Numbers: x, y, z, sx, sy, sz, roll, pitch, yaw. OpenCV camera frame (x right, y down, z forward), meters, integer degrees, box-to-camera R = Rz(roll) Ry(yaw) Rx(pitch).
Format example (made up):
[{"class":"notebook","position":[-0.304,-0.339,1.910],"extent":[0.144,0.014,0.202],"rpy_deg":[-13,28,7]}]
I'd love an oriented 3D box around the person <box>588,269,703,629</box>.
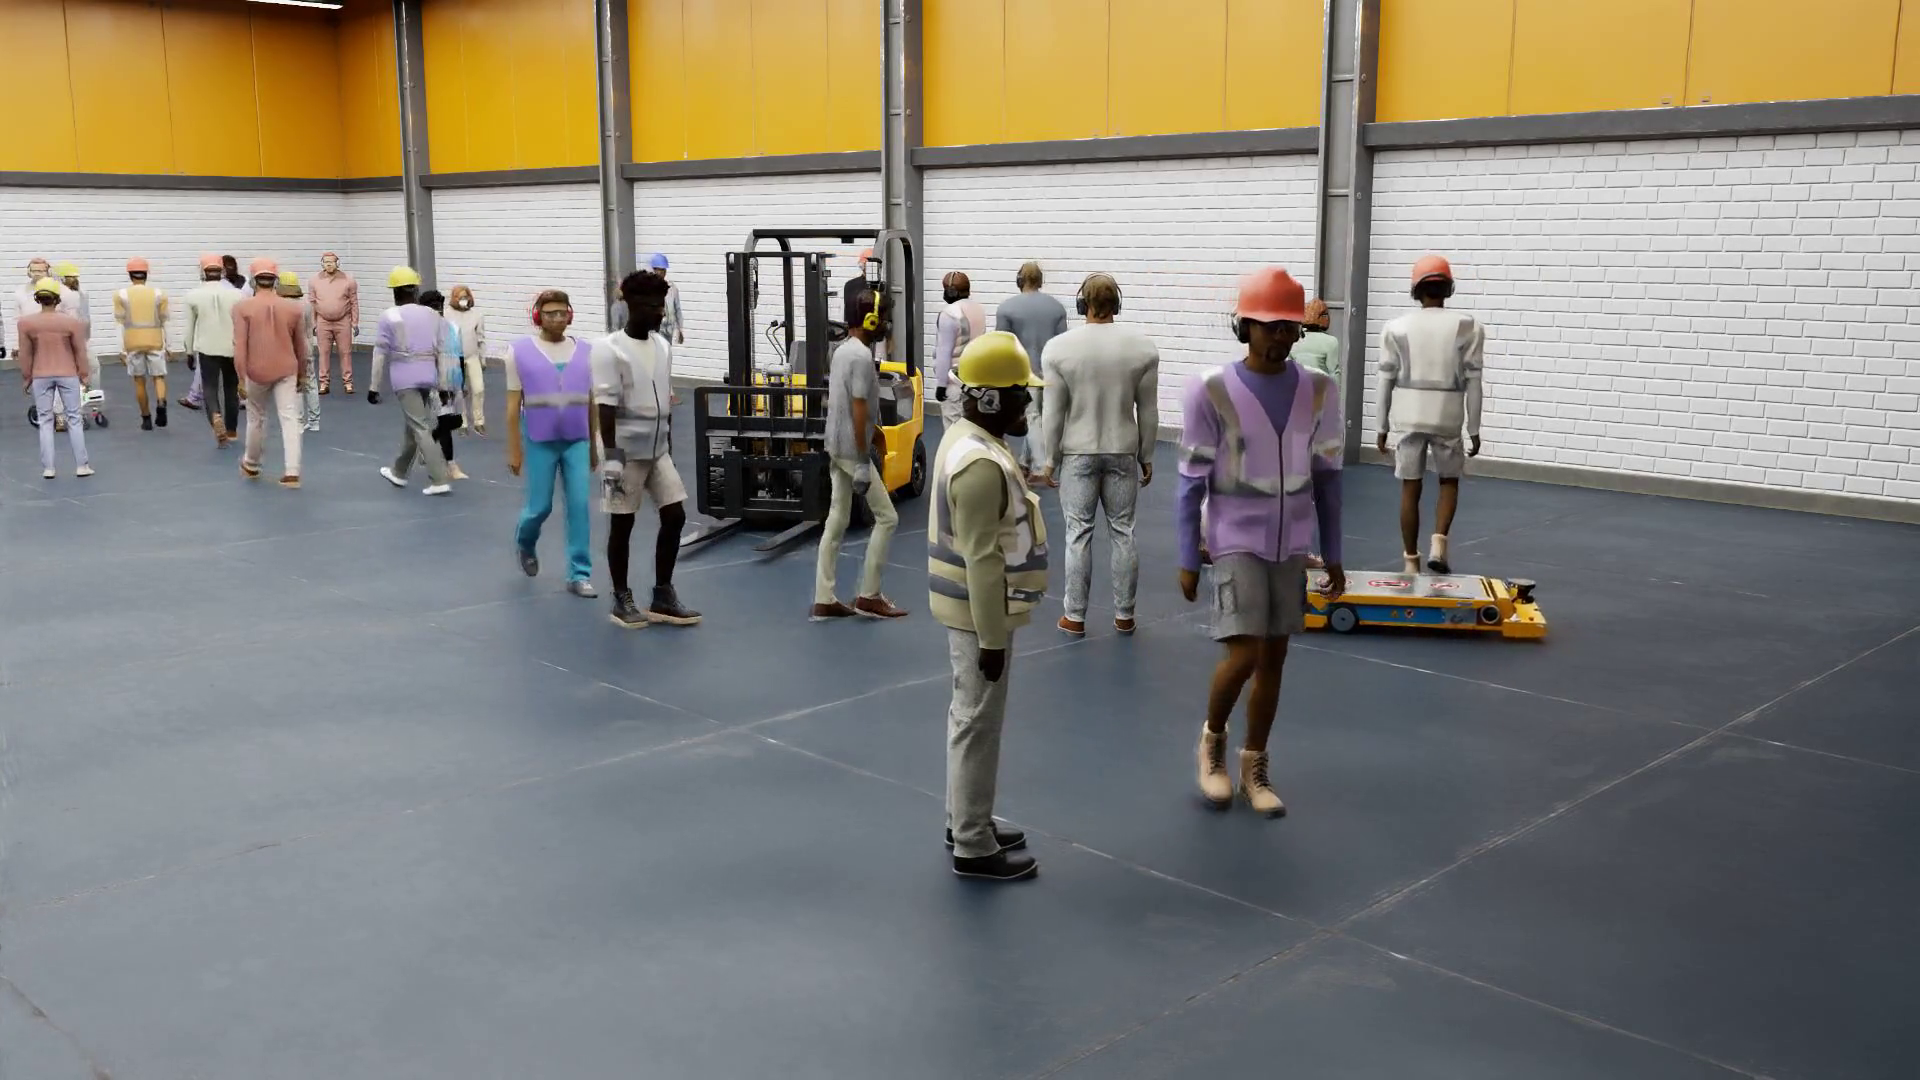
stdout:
[{"class":"person","position":[-1.715,-0.471,8.974],"extent":[0.541,1.945,0.689],"rpy_deg":[7,13,35]}]

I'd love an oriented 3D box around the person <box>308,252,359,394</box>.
[{"class":"person","position":[-8.429,-2.913,22.390],"extent":[0.638,1.911,0.402],"rpy_deg":[-3,11,-16]}]

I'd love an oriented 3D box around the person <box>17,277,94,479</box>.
[{"class":"person","position":[-7.963,-1.422,14.652],"extent":[0.533,1.765,0.330],"rpy_deg":[-4,11,-20]}]

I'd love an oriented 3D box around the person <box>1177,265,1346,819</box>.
[{"class":"person","position":[1.111,0.025,6.063],"extent":[0.605,2.028,0.420],"rpy_deg":[-3,11,-18]}]

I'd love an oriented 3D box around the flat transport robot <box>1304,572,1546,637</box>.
[{"class":"flat transport robot","position":[2.434,0.335,9.141],"extent":[1.431,0.197,0.652],"rpy_deg":[2,11,12]}]

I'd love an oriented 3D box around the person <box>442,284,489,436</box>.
[{"class":"person","position":[-5.242,-1.884,17.595],"extent":[0.502,1.616,0.573],"rpy_deg":[-5,12,-26]}]

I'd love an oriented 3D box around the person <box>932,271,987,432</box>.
[{"class":"person","position":[-0.020,-1.364,14.170],"extent":[0.430,1.833,0.633],"rpy_deg":[5,12,26]}]

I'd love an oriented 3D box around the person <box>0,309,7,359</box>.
[{"class":"person","position":[-11.024,-2.177,18.626],"extent":[0.567,1.816,0.631],"rpy_deg":[9,14,41]}]

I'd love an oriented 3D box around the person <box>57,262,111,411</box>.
[{"class":"person","position":[-10.564,-2.420,19.956],"extent":[0.703,1.808,0.627],"rpy_deg":[4,11,21]}]

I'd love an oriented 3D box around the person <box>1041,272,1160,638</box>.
[{"class":"person","position":[0.735,-0.440,8.823],"extent":[0.632,1.940,0.372],"rpy_deg":[-1,10,-6]}]

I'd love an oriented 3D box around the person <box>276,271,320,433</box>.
[{"class":"person","position":[-7.221,-2.034,18.046],"extent":[0.305,1.745,0.483],"rpy_deg":[5,12,26]}]

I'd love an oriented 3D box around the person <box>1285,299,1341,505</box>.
[{"class":"person","position":[2.795,-1.092,13.209],"extent":[0.499,1.633,0.286],"rpy_deg":[9,14,41]}]

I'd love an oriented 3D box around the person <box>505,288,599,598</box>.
[{"class":"person","position":[-2.436,-0.588,9.926],"extent":[0.568,1.827,0.724],"rpy_deg":[-7,12,-33]}]

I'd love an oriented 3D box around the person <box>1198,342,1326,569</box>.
[{"class":"person","position":[1.888,-0.675,10.493],"extent":[1.006,1.800,0.540],"rpy_deg":[4,11,19]}]

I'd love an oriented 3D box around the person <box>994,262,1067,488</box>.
[{"class":"person","position":[0.575,-1.430,14.331],"extent":[0.639,1.888,1.004],"rpy_deg":[-5,12,-26]}]

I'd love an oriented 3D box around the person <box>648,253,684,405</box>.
[{"class":"person","position":[-3.859,-2.701,21.243],"extent":[0.969,1.912,0.617],"rpy_deg":[10,14,42]}]

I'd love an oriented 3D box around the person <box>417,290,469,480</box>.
[{"class":"person","position":[-4.615,-1.365,14.622],"extent":[0.650,1.670,0.531],"rpy_deg":[7,12,32]}]

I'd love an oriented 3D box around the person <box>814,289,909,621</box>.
[{"class":"person","position":[-0.546,-0.457,9.204],"extent":[0.657,1.833,0.629],"rpy_deg":[-5,11,-24]}]

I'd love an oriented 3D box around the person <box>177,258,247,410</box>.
[{"class":"person","position":[-9.107,-2.498,20.278],"extent":[1.010,1.857,0.660],"rpy_deg":[3,11,18]}]

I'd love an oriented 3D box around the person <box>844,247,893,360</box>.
[{"class":"person","position":[-1.043,-2.329,18.967],"extent":[0.619,1.993,0.391],"rpy_deg":[-7,13,-35]}]

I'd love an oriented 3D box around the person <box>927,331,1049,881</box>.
[{"class":"person","position":[0.093,0.225,5.521],"extent":[0.403,1.827,0.596],"rpy_deg":[0,10,-2]}]

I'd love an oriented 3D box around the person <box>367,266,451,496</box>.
[{"class":"person","position":[-4.568,-1.315,13.751],"extent":[0.997,1.871,0.596],"rpy_deg":[7,12,33]}]

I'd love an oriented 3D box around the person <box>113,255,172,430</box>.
[{"class":"person","position":[-8.876,-2.132,18.105],"extent":[0.550,1.918,0.638],"rpy_deg":[-6,12,-30]}]

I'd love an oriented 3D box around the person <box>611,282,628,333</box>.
[{"class":"person","position":[-4.050,-2.381,20.357],"extent":[0.524,1.579,0.870],"rpy_deg":[-8,13,-38]}]

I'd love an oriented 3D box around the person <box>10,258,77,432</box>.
[{"class":"person","position":[-9.982,-2.107,18.083],"extent":[0.648,1.885,0.726],"rpy_deg":[-1,10,-6]}]

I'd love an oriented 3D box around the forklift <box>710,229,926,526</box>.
[{"class":"forklift","position":[-1.050,-1.319,12.920],"extent":[1.214,2.155,2.313],"rpy_deg":[2,11,13]}]

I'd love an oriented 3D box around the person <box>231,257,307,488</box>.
[{"class":"person","position":[-5.911,-1.434,14.228],"extent":[0.653,1.935,1.027],"rpy_deg":[-9,14,-40]}]

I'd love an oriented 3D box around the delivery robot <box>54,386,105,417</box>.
[{"class":"delivery robot","position":[-9.868,-1.557,18.435],"extent":[0.707,0.478,0.477],"rpy_deg":[3,11,15]}]

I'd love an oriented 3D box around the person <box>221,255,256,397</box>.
[{"class":"person","position":[-9.546,-2.811,21.928],"extent":[0.616,1.872,0.467],"rpy_deg":[-9,14,-40]}]

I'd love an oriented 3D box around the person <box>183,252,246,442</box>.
[{"class":"person","position":[-7.579,-1.949,16.999],"extent":[0.623,1.963,0.810],"rpy_deg":[-5,12,-26]}]

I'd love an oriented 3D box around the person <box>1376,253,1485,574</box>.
[{"class":"person","position":[2.843,-0.719,10.110],"extent":[0.619,2.020,0.425],"rpy_deg":[3,11,17]}]
